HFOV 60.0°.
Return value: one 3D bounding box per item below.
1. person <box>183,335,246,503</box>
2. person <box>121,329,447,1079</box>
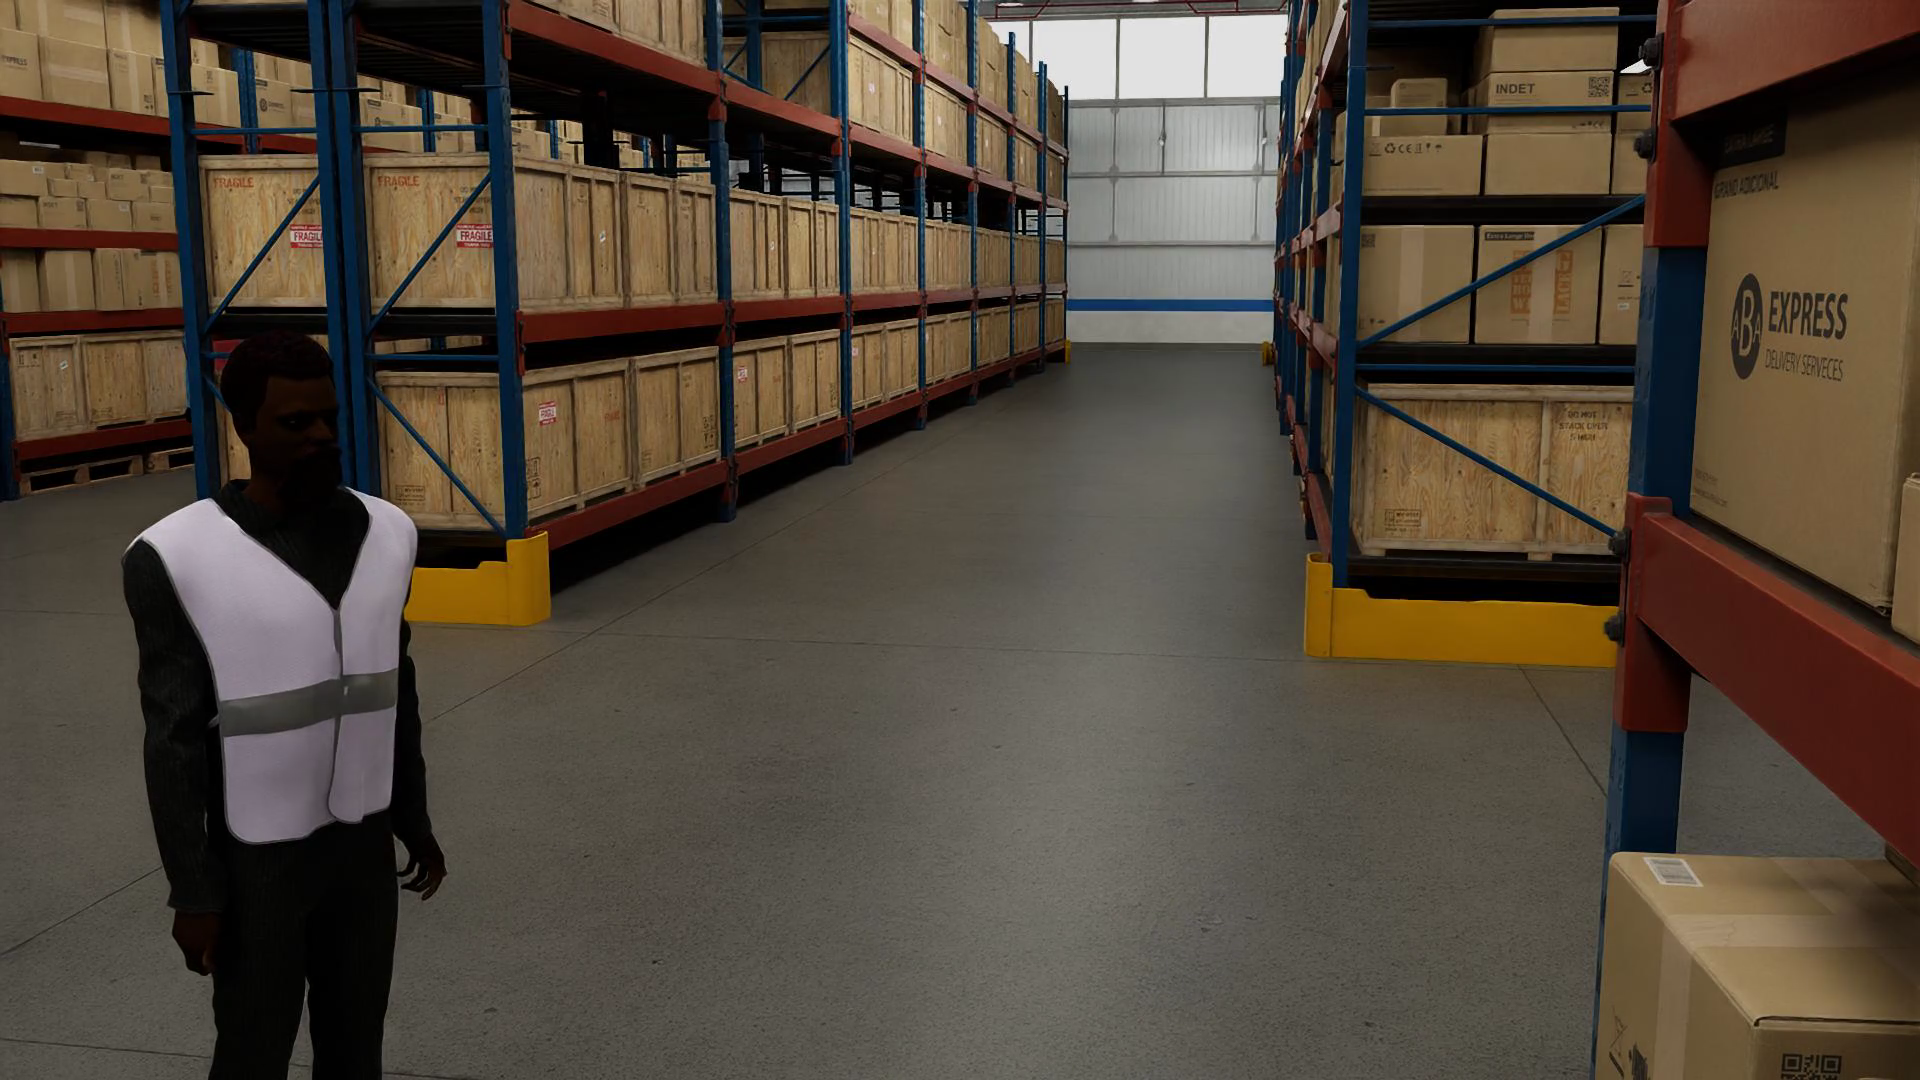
[{"bbox_3d":[-6.389,-1.182,14.257,0.430,1.838,0.620,4,10,22],"label":"person"},{"bbox_3d":[-1.252,0.564,3.166,0.392,1.919,0.591,5,10,29],"label":"person"}]
